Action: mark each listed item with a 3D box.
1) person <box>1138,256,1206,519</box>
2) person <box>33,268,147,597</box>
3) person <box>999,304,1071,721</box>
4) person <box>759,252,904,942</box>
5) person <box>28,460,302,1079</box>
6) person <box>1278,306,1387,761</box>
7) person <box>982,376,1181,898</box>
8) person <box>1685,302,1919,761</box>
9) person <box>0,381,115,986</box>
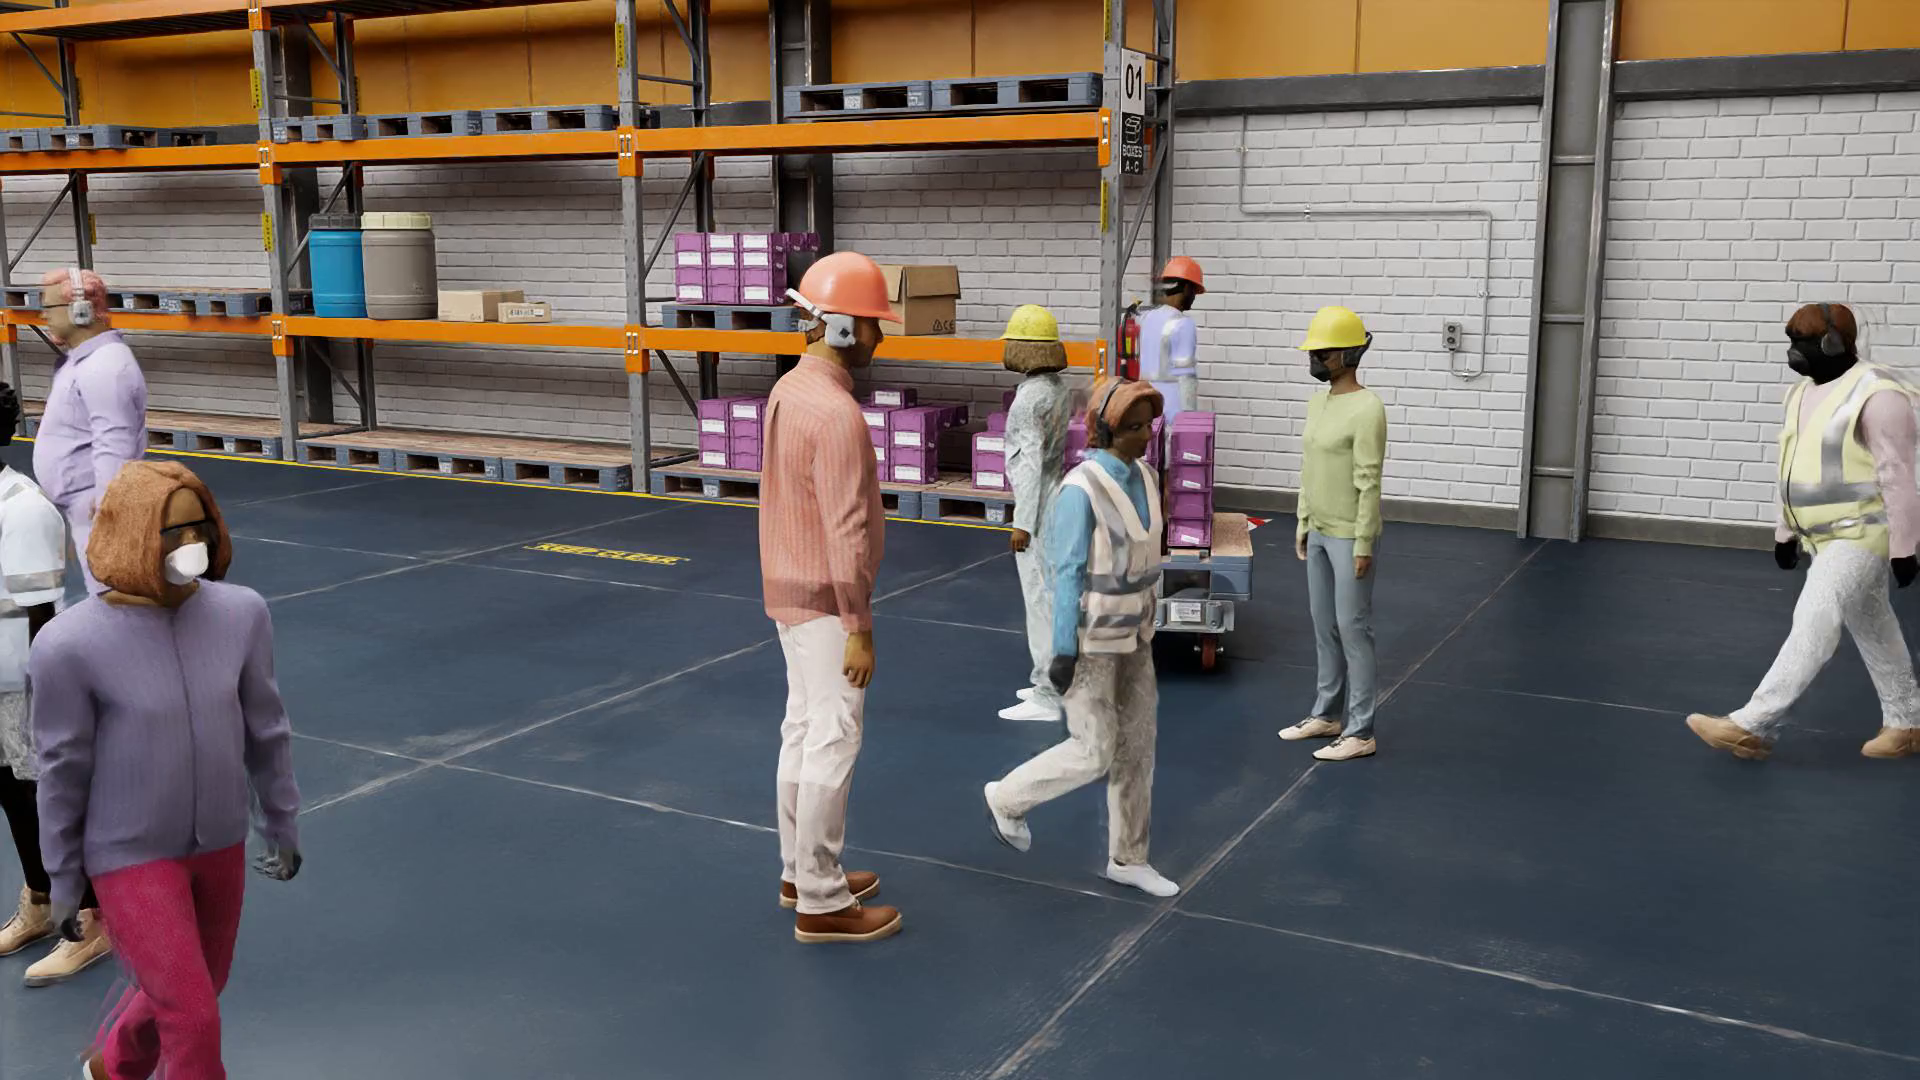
[{"bbox_3d":[1.235,-0.757,10.098,0.579,1.902,0.633,-5,11,-23],"label":"person"},{"bbox_3d":[-3.352,-0.090,6.463,0.402,1.902,0.679,-6,12,-30],"label":"person"},{"bbox_3d":[0.311,-0.111,6.994,0.321,1.743,0.488,4,11,19],"label":"person"},{"bbox_3d":[-0.364,0.175,4.788,0.412,1.981,0.625,-4,11,-20],"label":"person"},{"bbox_3d":[-1.645,0.617,3.406,0.774,1.607,0.504,6,12,31],"label":"person"},{"bbox_3d":[1.459,-0.026,6.493,0.335,1.760,0.530,-3,11,-15],"label":"person"},{"bbox_3d":[0.383,0.294,5.104,0.583,1.614,0.535,7,12,33],"label":"person"},{"bbox_3d":[3.351,-0.017,6.402,1.022,1.775,0.631,0,10,0],"label":"person"},{"bbox_3d":[-2.593,0.370,4.524,0.539,1.693,0.320,8,13,36],"label":"person"}]
